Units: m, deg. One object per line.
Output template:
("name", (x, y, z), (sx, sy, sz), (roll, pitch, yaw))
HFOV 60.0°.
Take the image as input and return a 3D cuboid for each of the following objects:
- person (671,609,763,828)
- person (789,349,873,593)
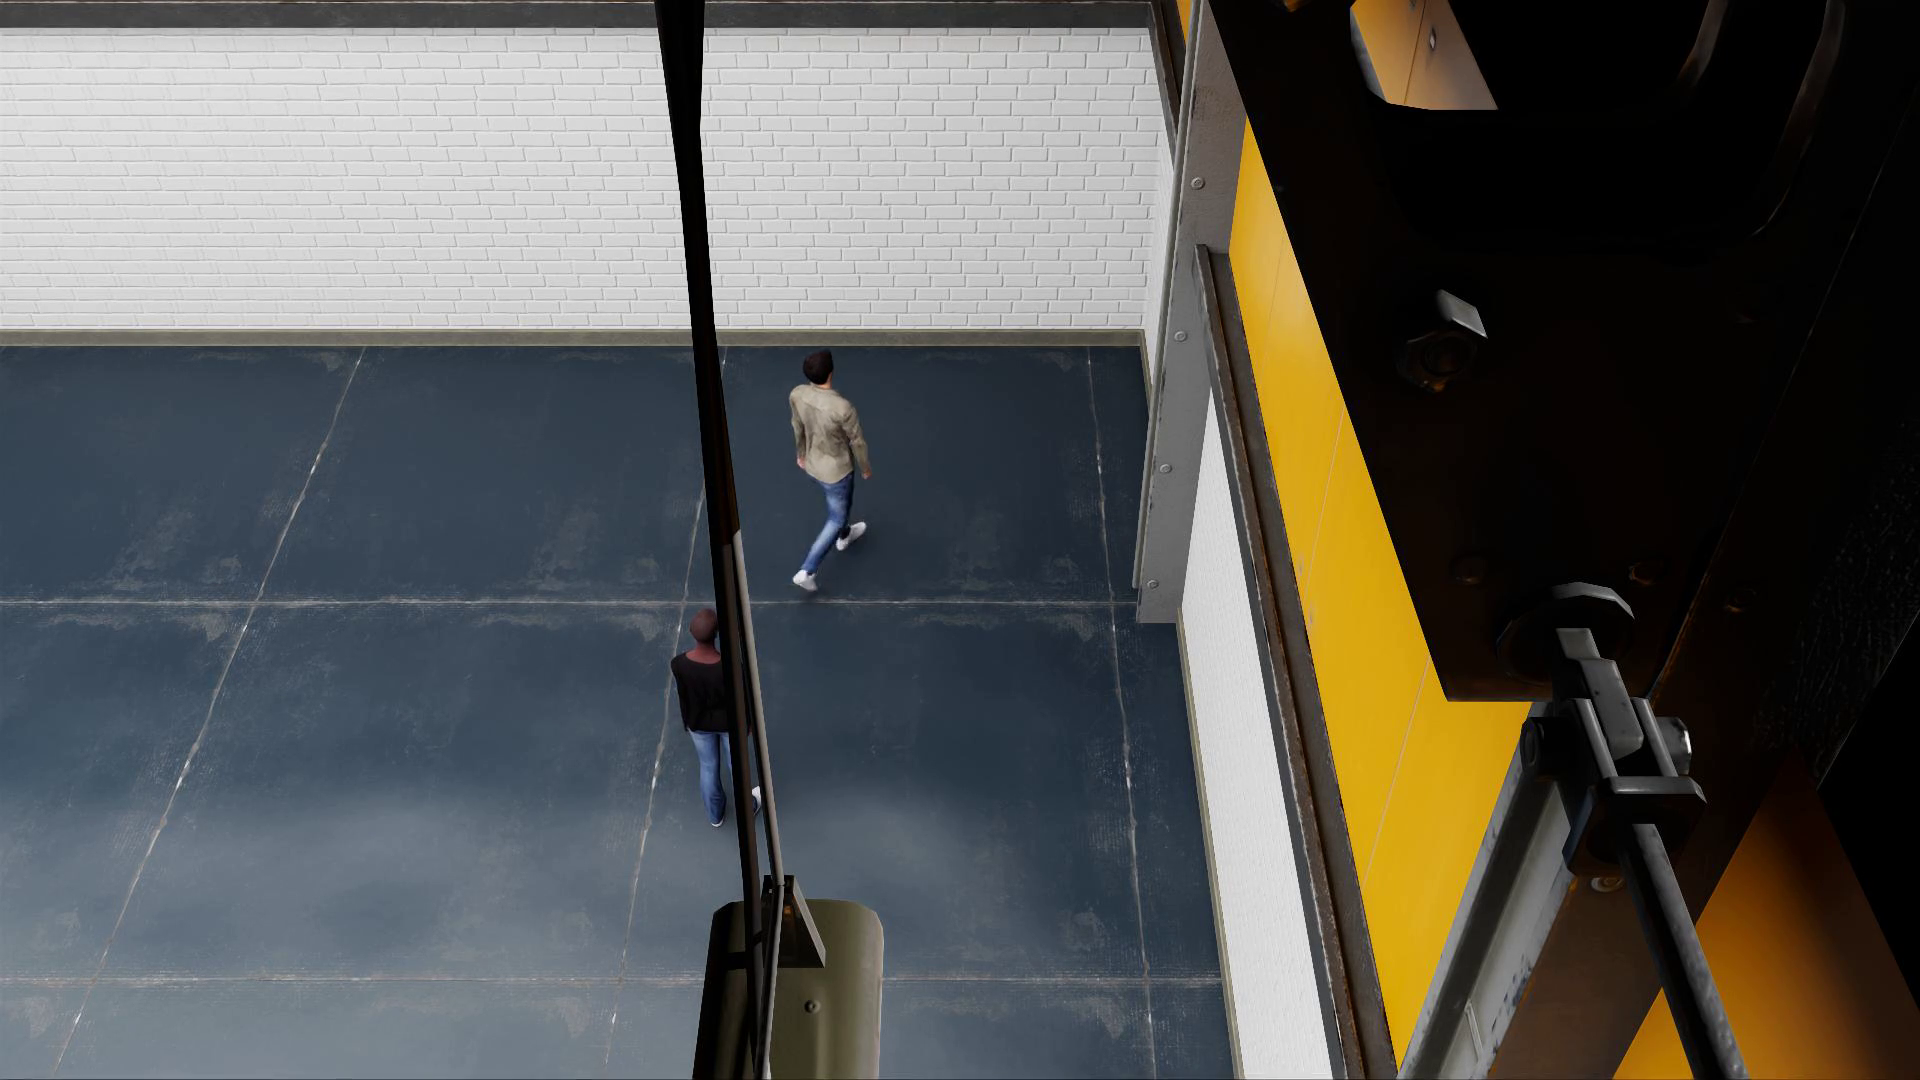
("person", (-1.418, 1.059, 9.733), (0.602, 1.749, 0.537), (2, 44, 3))
("person", (-0.930, -0.449, 11.245), (1.103, 1.848, 1.228), (27, 50, 26))
